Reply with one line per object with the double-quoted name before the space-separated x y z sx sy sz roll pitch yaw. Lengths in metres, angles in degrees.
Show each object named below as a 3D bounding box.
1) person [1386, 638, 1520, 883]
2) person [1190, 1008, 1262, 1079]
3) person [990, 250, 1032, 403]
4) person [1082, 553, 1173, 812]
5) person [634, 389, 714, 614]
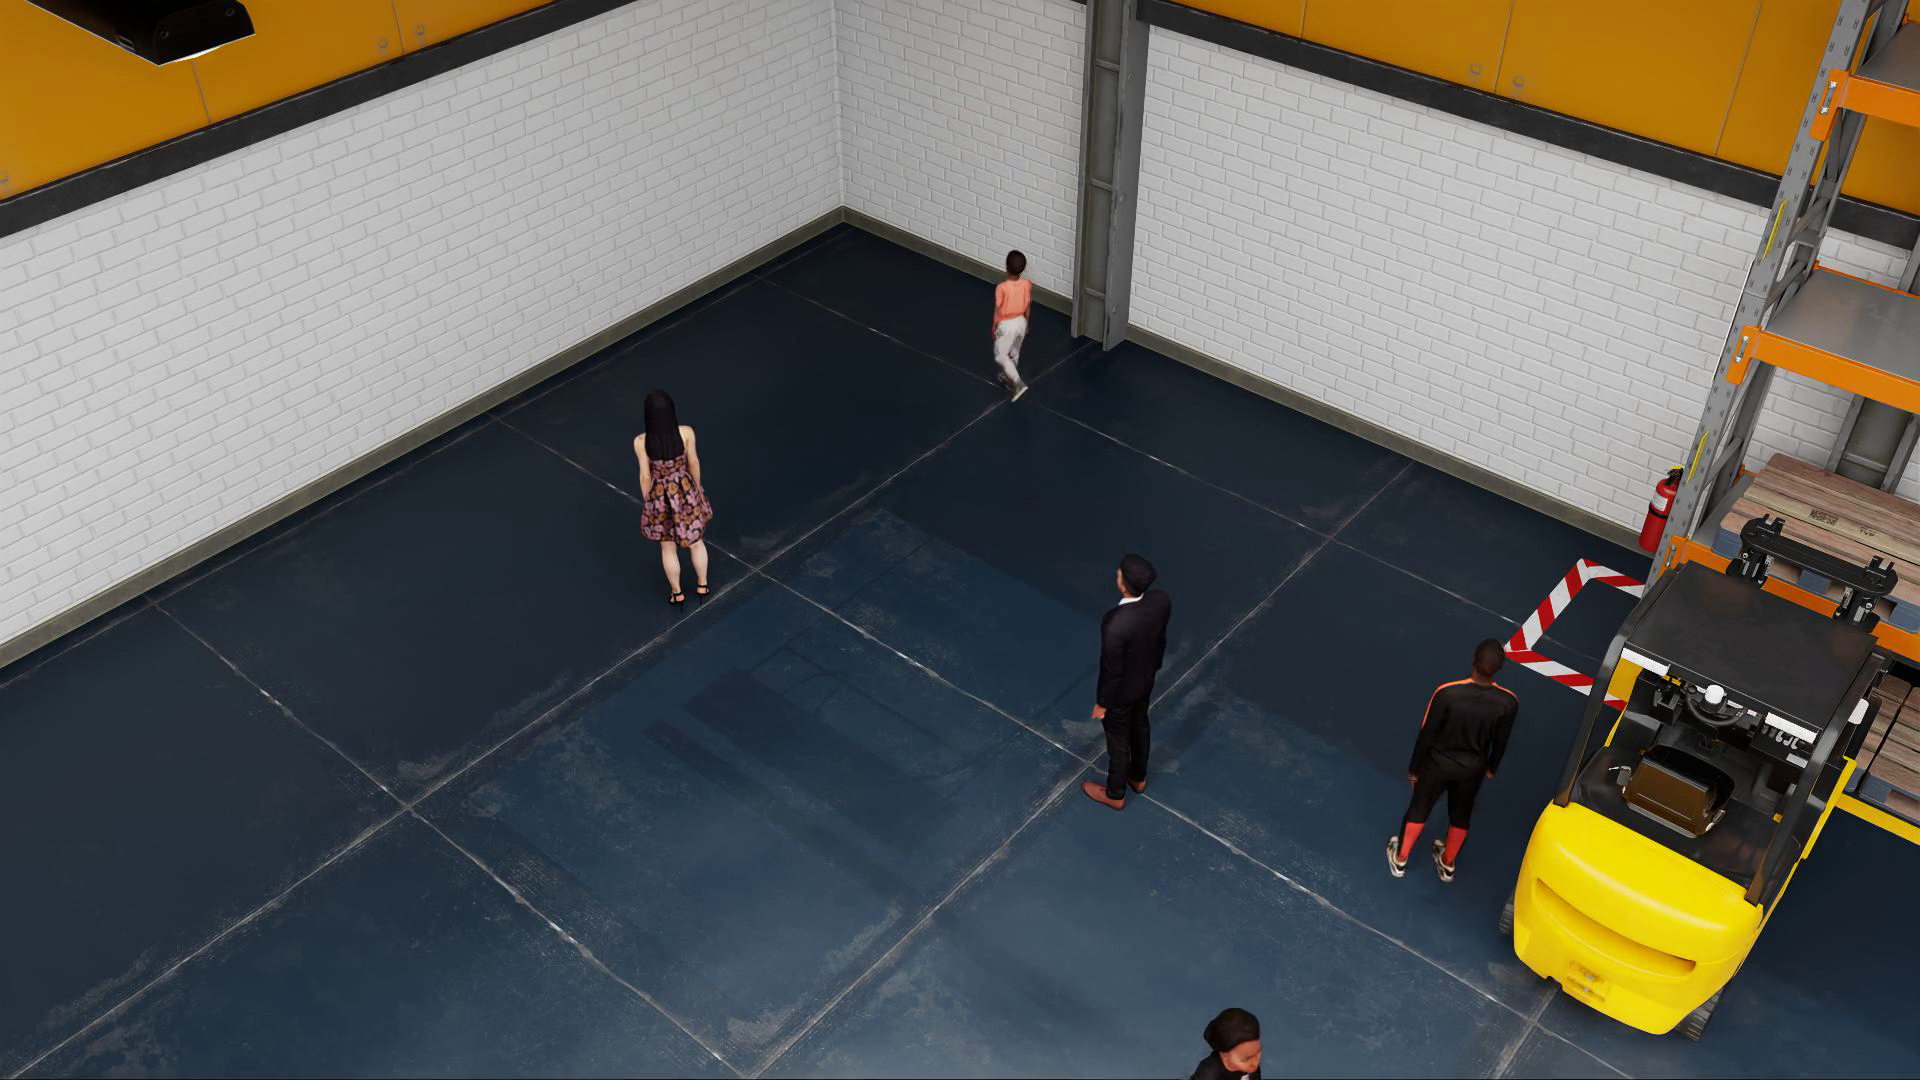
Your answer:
"person" 2.788 1.278 9.276 0.703 1.804 0.811 3 39 4
"person" 1.111 2.655 7.691 0.759 1.631 1.143 -25 45 -28
"person" 0.436 -1.707 13.422 0.643 1.296 0.817 -18 42 -21
"person" 0.991 0.837 9.766 0.562 1.884 0.710 31 48 33
"person" -1.936 -0.262 11.229 0.793 1.773 0.831 -13 40 -16
